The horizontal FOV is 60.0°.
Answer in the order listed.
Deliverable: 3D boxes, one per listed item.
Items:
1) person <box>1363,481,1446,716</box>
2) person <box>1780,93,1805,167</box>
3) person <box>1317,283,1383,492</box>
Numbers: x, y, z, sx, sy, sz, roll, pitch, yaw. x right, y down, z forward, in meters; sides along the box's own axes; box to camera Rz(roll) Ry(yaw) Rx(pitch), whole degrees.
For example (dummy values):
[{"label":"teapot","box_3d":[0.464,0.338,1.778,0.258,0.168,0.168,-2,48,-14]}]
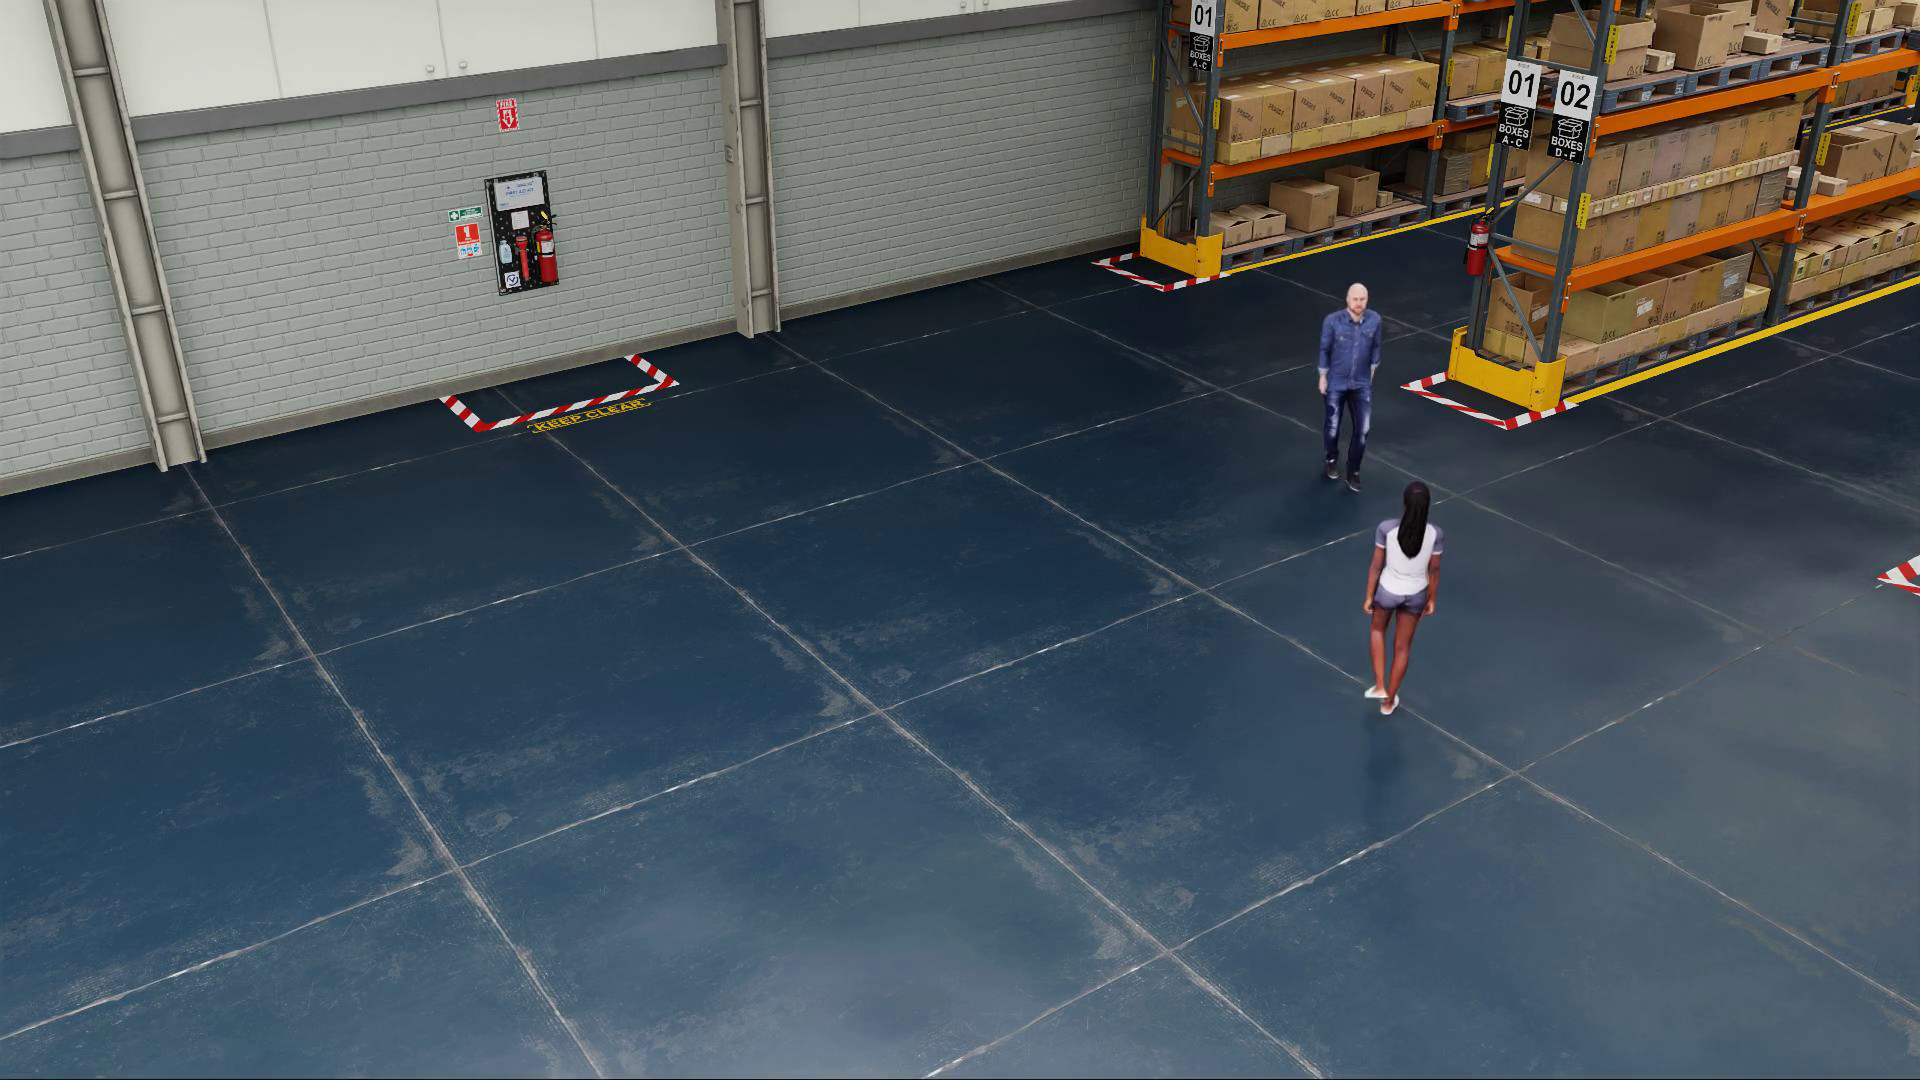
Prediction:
[{"label":"person","box_3d":[2.936,0.430,11.092,0.761,1.711,0.821,5,28,9]},{"label":"person","box_3d":[10.224,-4.727,20.937,0.749,1.866,0.707,20,33,33]},{"label":"person","box_3d":[3.360,-1.384,14.518,0.971,1.800,1.022,0,27,0]}]
